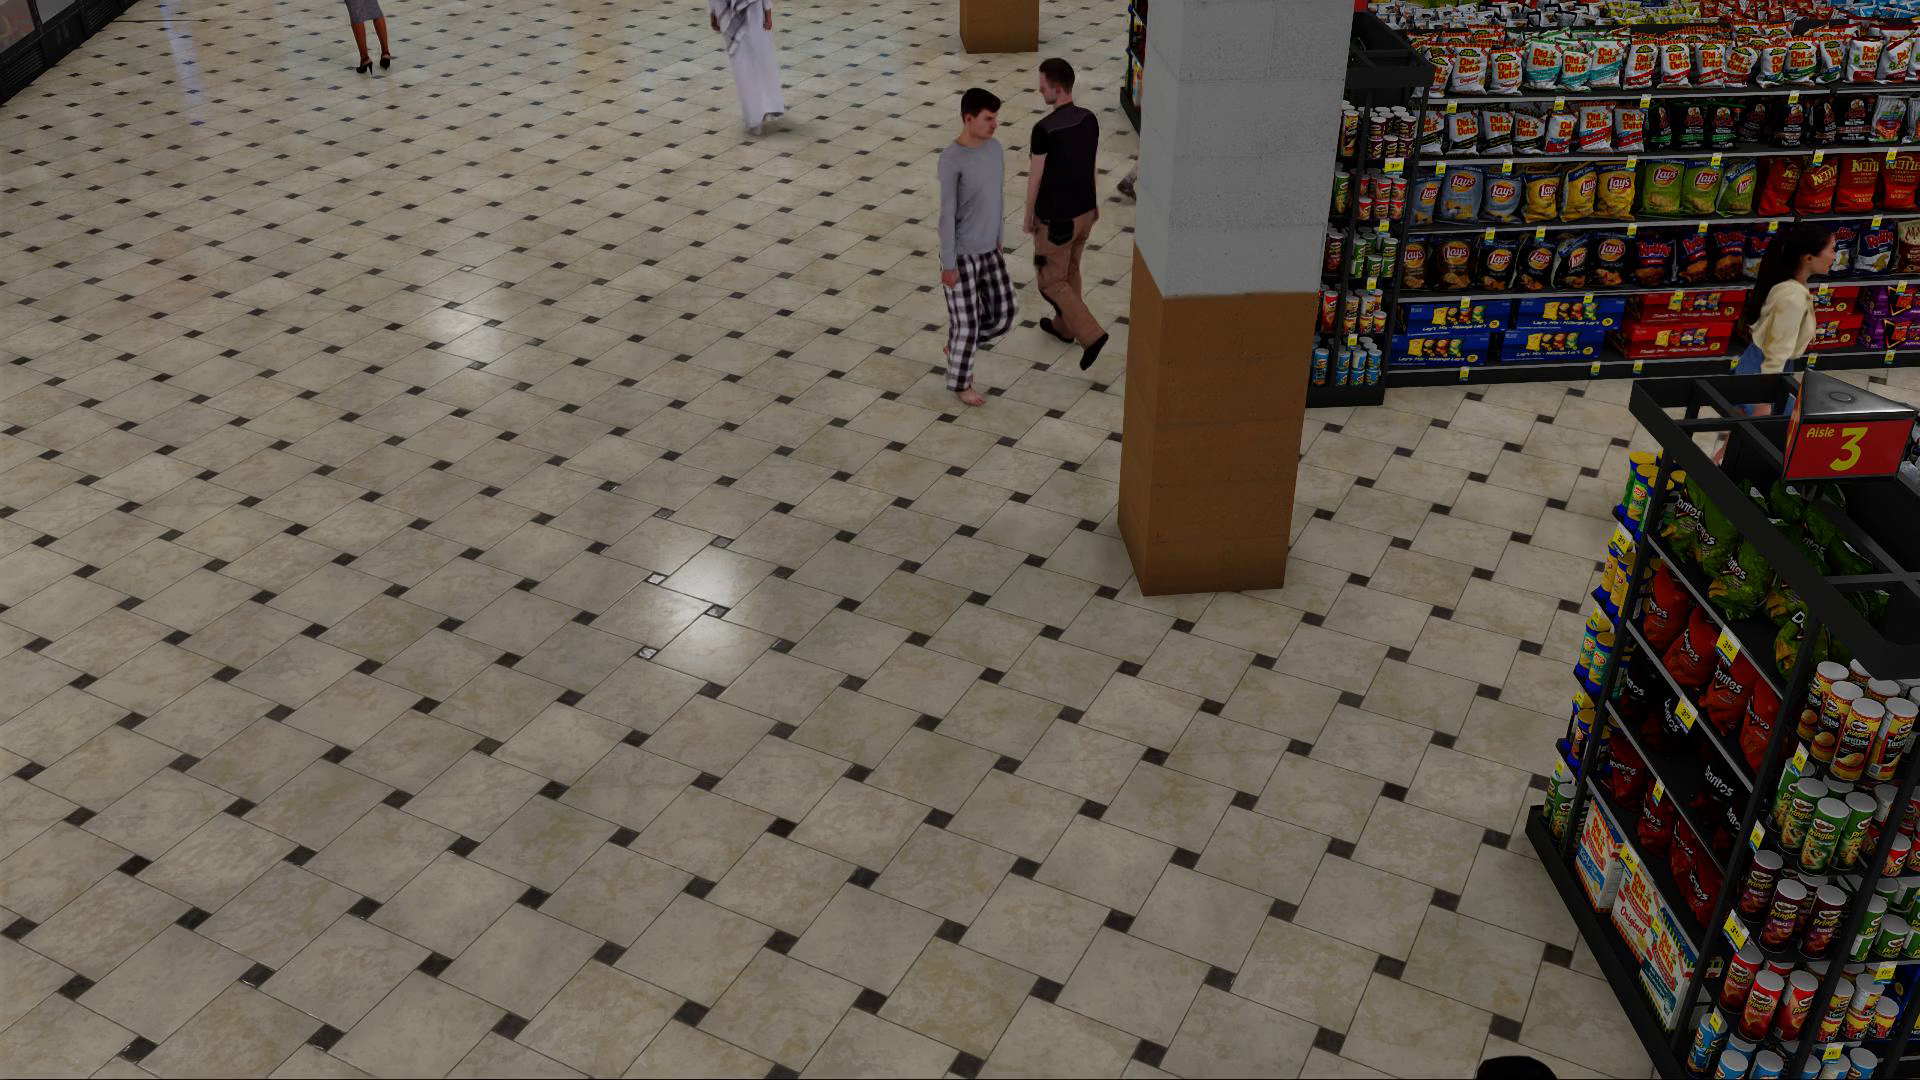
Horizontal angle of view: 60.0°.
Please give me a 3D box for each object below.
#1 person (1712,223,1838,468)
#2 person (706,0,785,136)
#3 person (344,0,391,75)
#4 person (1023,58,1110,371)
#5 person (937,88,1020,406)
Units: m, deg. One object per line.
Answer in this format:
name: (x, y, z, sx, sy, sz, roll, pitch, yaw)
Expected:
person: (3.886, -0.783, 8.201, 0.737, 1.619, 0.744, 6, 32, 10)
person: (-1.764, -4.245, 13.500, 0.661, 1.900, 0.791, 2, 32, 4)
person: (-5.474, -5.136, 15.045, 0.646, 1.781, 0.726, -26, 40, -35)
person: (0.664, -1.889, 9.795, 1.085, 1.815, 1.102, -25, 39, -34)
person: (0.005, -1.664, 9.415, 0.831, 1.834, 0.893, -25, 40, -34)
